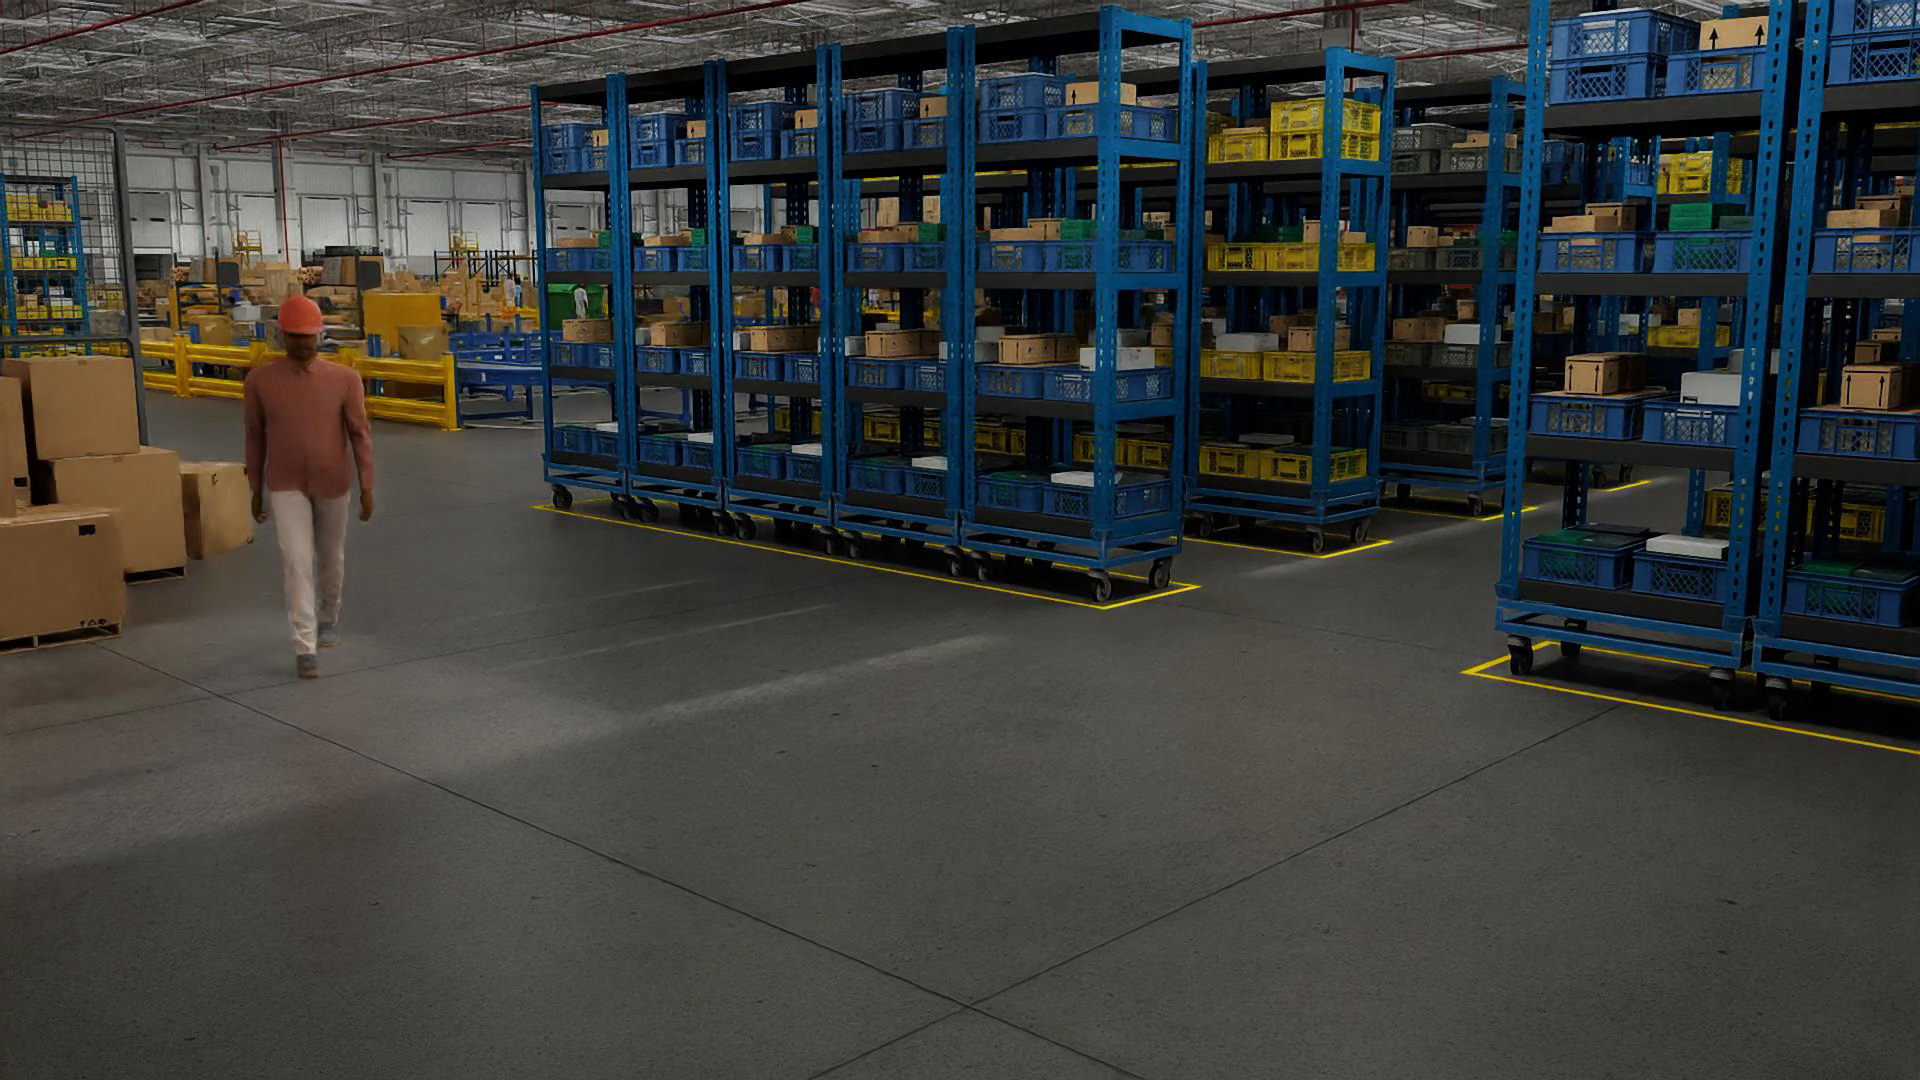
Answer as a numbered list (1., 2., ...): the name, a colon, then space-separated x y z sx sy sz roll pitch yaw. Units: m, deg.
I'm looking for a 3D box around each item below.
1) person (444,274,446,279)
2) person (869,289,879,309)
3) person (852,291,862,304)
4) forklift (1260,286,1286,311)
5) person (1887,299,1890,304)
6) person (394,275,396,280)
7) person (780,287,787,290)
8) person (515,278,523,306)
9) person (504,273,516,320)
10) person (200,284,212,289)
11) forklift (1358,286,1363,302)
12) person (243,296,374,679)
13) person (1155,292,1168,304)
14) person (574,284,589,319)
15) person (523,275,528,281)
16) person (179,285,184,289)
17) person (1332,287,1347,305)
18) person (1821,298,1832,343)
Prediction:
1. person: -27.992 -13.604 90.688 0.956 1.797 0.519 -3 10 -20
2. person: -3.153 -8.814 60.898 0.543 1.928 0.374 9 13 44
3. person: -4.005 -9.492 65.103 0.588 1.913 0.390 9 13 44
4. forklift: 9.967 -8.066 53.400 1.129 2.768 1.873 7 12 38
5. person: 25.107 -6.068 44.553 0.524 1.769 0.316 9 13 44
6. person: -20.008 -8.595 59.210 1.049 2.000 0.693 -5 11 -30
7. person: -7.754 -10.988 74.133 0.602 1.958 0.380 9 13 44
8. person: -18.075 -9.869 68.069 0.531 1.698 0.320 9 13 44
9. person: -16.791 -9.022 62.160 0.627 1.934 0.370 9 13 44
10. person: -19.001 -5.642 41.976 0.524 1.760 0.328 9 13 44
11. forklift: 11.100 -7.017 46.970 1.873 2.768 1.129 9 13 43
12. person: -3.422 -0.313 8.773 0.624 1.942 1.032 -4 10 -24
13. person: 6.451 -7.492 52.761 0.603 1.937 0.402 9 13 44
14. person: -9.576 -5.729 42.185 0.520 1.865 0.327 9 13 44
15. person: -24.720 -14.250 94.792 0.484 1.745 0.298 9 13 44
16. person: -37.706 -11.988 80.509 0.989 1.884 0.590 -2 9 -11
17. person: 5.733 -2.905 24.757 0.638 1.902 0.406 9 13 44
18. person: 22.305 -5.801 42.751 0.588 1.822 0.403 9 13 44
